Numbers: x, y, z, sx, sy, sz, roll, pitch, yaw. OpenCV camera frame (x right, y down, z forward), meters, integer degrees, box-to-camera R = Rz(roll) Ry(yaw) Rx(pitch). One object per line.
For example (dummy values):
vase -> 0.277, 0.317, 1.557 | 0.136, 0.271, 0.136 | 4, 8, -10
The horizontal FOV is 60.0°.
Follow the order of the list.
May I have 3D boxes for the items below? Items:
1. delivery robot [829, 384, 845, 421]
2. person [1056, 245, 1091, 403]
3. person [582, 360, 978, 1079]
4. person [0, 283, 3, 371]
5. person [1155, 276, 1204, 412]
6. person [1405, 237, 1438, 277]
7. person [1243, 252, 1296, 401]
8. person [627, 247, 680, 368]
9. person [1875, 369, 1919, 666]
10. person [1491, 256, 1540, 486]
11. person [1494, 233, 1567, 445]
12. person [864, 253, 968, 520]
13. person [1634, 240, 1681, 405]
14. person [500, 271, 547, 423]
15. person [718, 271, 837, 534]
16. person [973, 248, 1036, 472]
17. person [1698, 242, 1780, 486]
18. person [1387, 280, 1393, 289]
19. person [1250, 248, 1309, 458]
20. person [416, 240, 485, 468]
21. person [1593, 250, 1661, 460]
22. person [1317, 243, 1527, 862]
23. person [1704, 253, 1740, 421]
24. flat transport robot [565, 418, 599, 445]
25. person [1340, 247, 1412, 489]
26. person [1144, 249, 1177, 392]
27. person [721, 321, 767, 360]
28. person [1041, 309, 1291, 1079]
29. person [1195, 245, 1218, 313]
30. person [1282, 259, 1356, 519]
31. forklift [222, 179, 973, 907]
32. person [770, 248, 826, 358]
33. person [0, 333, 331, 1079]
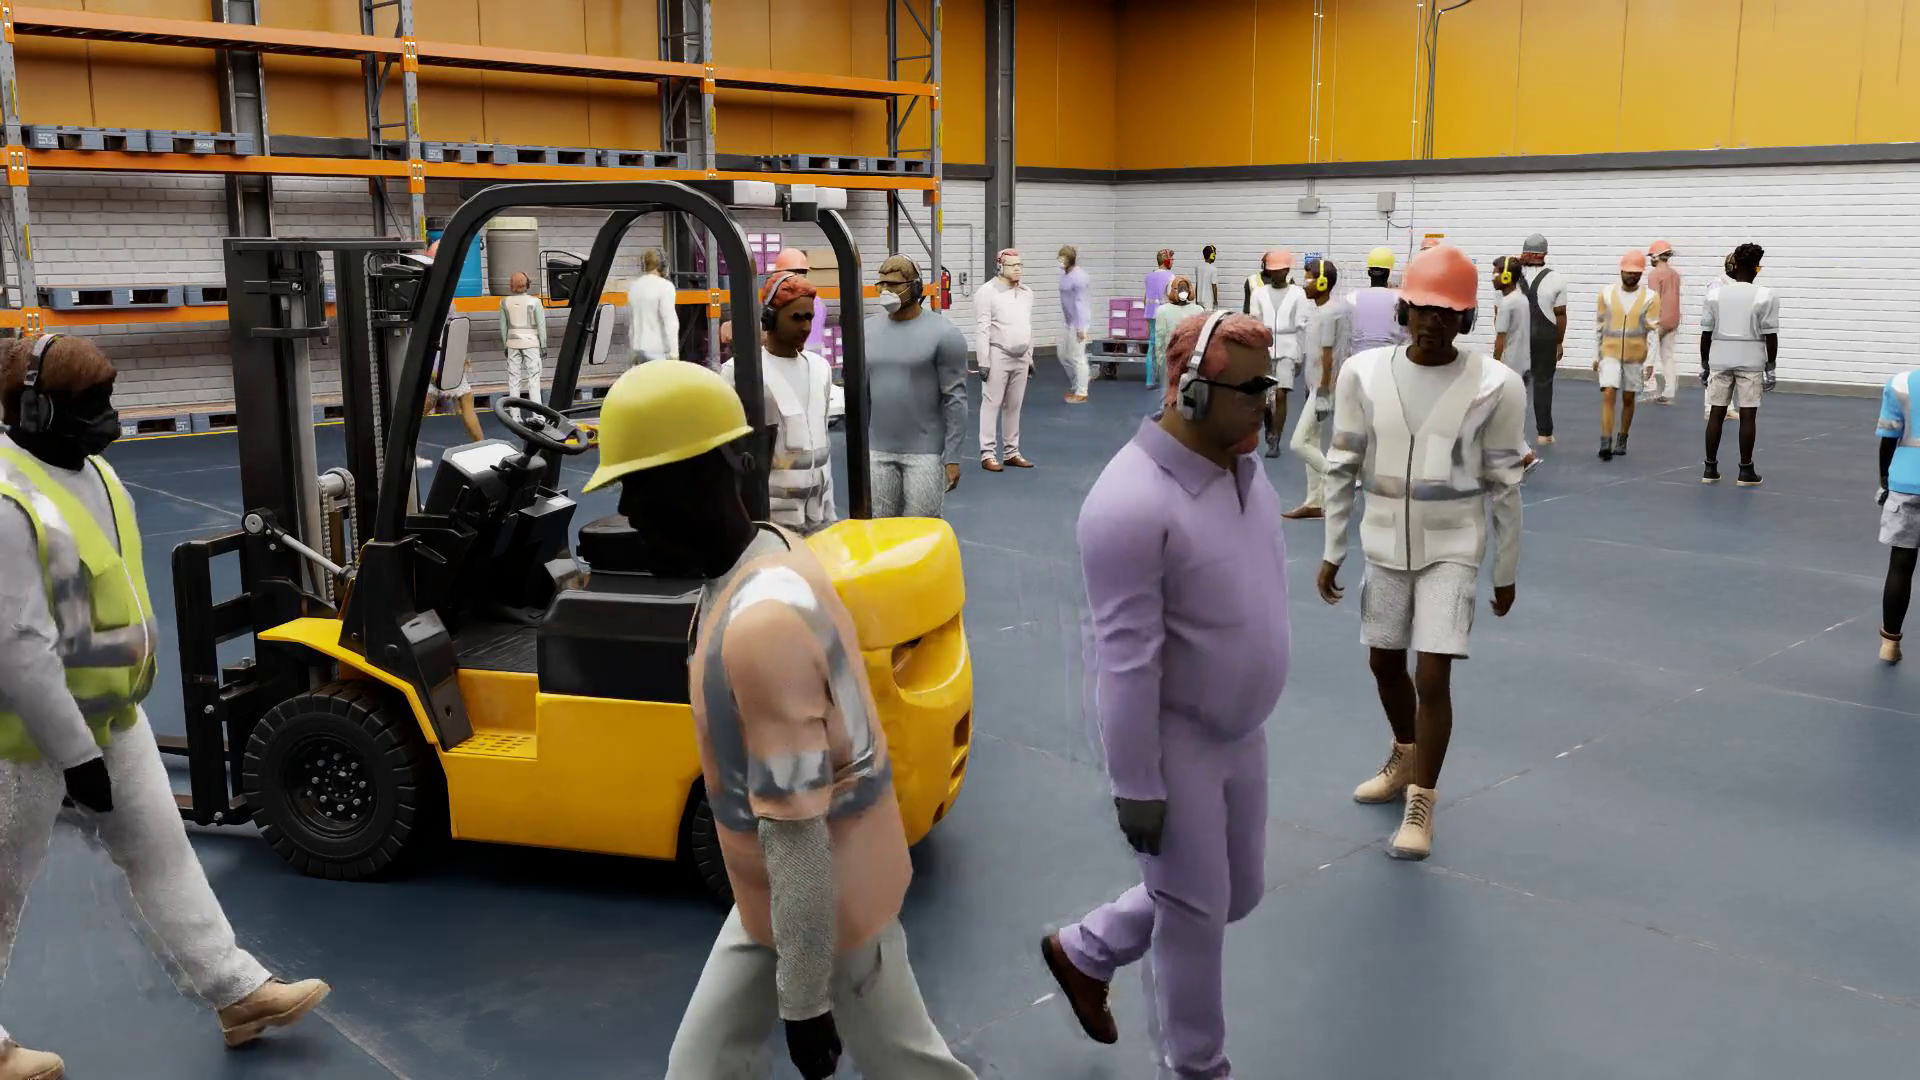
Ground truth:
delivery robot -> -1.394, -1.441, 17.198 | 0.477, 0.478, 0.707 | 10, 14, 44
person -> 1.357, -2.580, 19.993 | 0.477, 1.905, 0.643 | -3, 11, -18
person -> -0.315, 0.607, 2.861 | 1.133, 1.810, 0.597 | -2, 11, -13
person -> -6.219, -0.813, 10.420 | 0.562, 1.887, 0.630 | -5, 12, -26
person -> 2.131, -1.742, 16.153 | 0.501, 1.632, 0.280 | -2, 11, -11
person -> 6.445, -3.171, 22.966 | 0.627, 1.992, 0.399 | 5, 11, 25
person -> 3.771, -2.588, 20.255 | 0.646, 1.822, 0.634 | 2, 11, 9
person -> -2.844, -1.694, 15.103 | 0.632, 1.918, 0.660 | -10, 14, -44
person -> 4.535, -0.229, 7.726 | 0.532, 1.697, 0.322 | 10, 14, 43
person -> 4.422, -1.355, 13.446 | 0.410, 1.855, 0.532 | 6, 12, 30
person -> 5.538, -1.946, 16.154 | 0.675, 2.000, 0.536 | 5, 12, 26
person -> -0.264, -0.423, 8.131 | 0.635, 1.937, 0.354 | 6, 12, 28
person -> 8.388, -2.597, 19.916 | 0.628, 1.960, 0.553 | -7, 12, -33
person -> -4.671, -2.053, 17.825 | 0.514, 1.645, 0.309 | 2, 11, 10
person -> -0.678, -0.089, 6.452 | 0.356, 1.887, 0.572 | 7, 13, 35
person -> 0.419, -1.554, 14.382 | 0.642, 1.909, 0.399 | -9, 14, -40
person -> 6.318, -1.422, 13.502 | 0.613, 1.965, 0.361 | 9, 14, 41
person -> 4.036, -1.705, 15.983 | 0.523, 1.617, 0.416 | -1, 10, -7
person -> 2.926, -1.719, 15.285 | 0.543, 1.916, 0.614 | 4, 11, 20
person -> -4.460, -1.601, 14.437 | 1.037, 1.991, 0.613 | -5, 11, -23
person -> 6.007, -1.661, 15.029 | 0.552, 1.878, 0.988 | 5, 11, 25
person -> 1.573, 0.020, 5.580 | 0.629, 2.009, 0.758 | 7, 12, 32
person -> 8.446, -2.228, 18.235 | 0.636, 1.842, 0.429 | -6, 12, -30
flat transport robot -> -3.337, -1.080, 16.263 | 1.431, 0.197, 0.652 | -8, 13, -38
person -> 3.315, -1.359, 13.260 | 0.584, 1.928, 0.372 | 4, 11, 22
person -> 2.603, -2.850, 21.616 | 0.373, 1.843, 0.572 | -7, 12, -33
person -> -0.970, -0.213, 7.794 | 0.314, 1.642, 0.515 | 4, 11, 21
person -> 0.434, 0.422, 3.709 | 0.611, 1.875, 0.659 | 8, 13, 38
person -> 4.004, -3.842, 27.007 | 0.329, 1.861, 0.504 | -8, 13, -36
person -> 2.526, -1.044, 11.746 | 0.413, 1.856, 0.549 | 1, 10, 8
forklift -> -1.114, -0.058, 5.440 | 2.313, 2.155, 1.214 | 2, 11, 13
person -> -1.234, -1.225, 12.540 | 0.391, 1.928, 0.554 | 6, 12, 29
person -> -2.025, 0.420, 3.916 | 0.957, 1.794, 0.657 | 0, 10, -2
